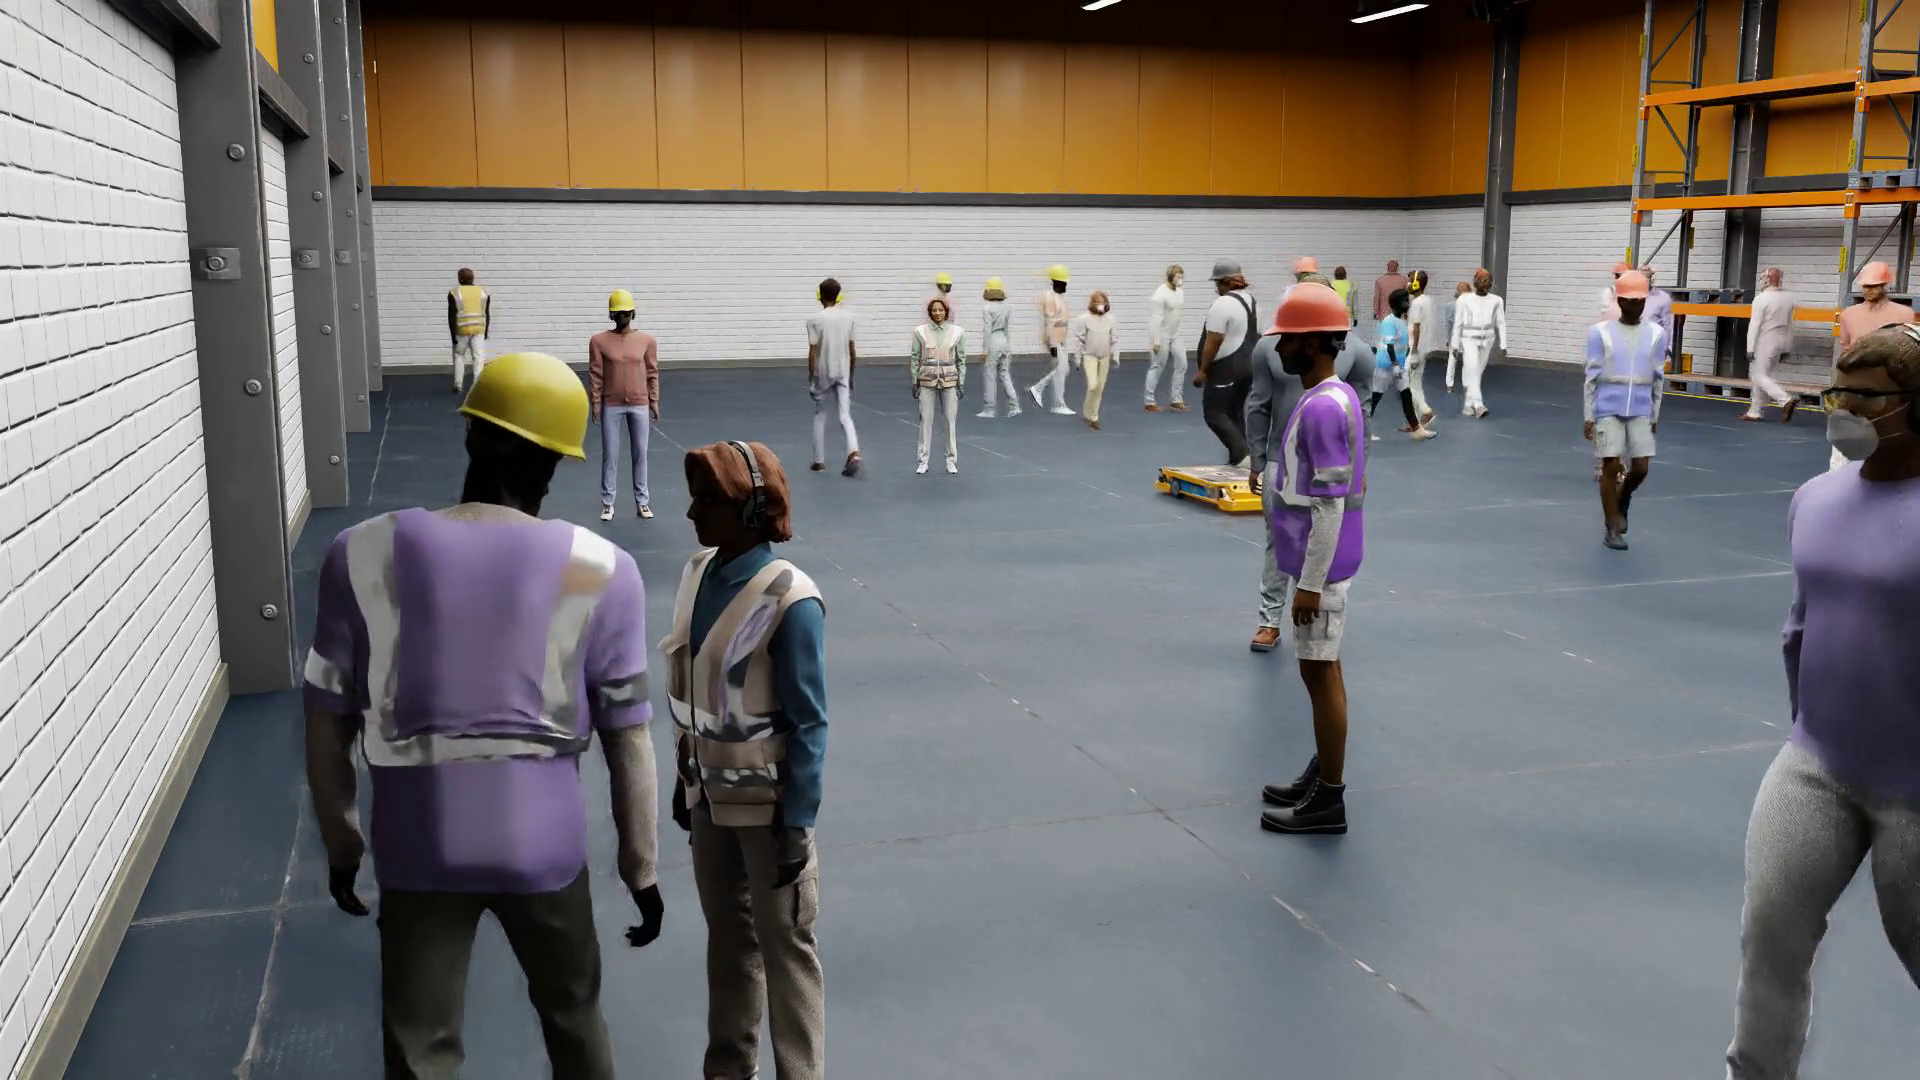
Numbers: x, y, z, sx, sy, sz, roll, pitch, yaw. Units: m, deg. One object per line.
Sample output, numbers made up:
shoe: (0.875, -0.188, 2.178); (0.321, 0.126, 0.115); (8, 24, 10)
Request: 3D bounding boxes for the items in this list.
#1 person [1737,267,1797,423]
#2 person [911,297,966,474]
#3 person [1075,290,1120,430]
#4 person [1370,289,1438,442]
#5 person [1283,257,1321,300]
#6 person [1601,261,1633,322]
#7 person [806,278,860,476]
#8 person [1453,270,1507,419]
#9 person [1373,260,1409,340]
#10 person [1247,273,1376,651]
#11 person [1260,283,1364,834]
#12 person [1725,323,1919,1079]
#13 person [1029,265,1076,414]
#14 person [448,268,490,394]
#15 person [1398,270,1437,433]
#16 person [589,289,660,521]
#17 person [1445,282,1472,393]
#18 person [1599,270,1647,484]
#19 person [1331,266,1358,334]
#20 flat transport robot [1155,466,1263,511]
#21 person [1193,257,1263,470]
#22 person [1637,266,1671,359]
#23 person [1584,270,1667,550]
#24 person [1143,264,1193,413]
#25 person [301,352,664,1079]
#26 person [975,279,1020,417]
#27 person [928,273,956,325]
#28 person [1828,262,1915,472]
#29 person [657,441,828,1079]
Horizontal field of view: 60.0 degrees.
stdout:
person: (9.704, -2.316, 19.881); (0.643, 1.881, 0.779); (-5, 11, -28)
person: (-0.202, -1.427, 15.408); (0.510, 1.640, 0.308); (0, 10, -1)
person: (1.601, -2.069, 19.204); (0.496, 1.608, 0.505); (-3, 10, -18)
person: (4.699, -1.850, 17.804); (0.877, 1.651, 0.546); (8, 12, 38)
person: (4.251, -2.483, 20.531); (0.636, 1.990, 1.027); (-8, 12, -37)
person: (9.192, -2.936, 23.307); (0.561, 1.927, 0.522); (-4, 11, -24)
person: (-1.148, -1.500, 15.330); (0.514, 1.830, 0.871); (-4, 10, -20)
person: (6.456, -2.420, 20.601); (0.605, 1.827, 1.002); (0, 10, -2)
person: (8.118, -4.312, 31.339); (0.651, 1.906, 0.403); (1, 10, 8)
person: (1.771, -0.380, 8.477); (0.628, 1.940, 0.377); (3, 10, 18)
person: (1.229, 0.072, 5.866); (0.378, 1.936, 0.548); (3, 10, 15)
person: (2.026, 0.490, 3.554); (0.942, 1.907, 0.632); (-3, 10, -18)
person: (1.171, -2.535, 21.083); (0.587, 1.899, 0.598); (4, 11, 23)
person: (-7.111, -3.006, 24.009); (0.632, 1.822, 0.675); (-6, 12, -32)
person: (5.146, -2.117, 18.778); (0.410, 1.850, 0.554); (6, 12, 33)
person: (-2.560, -1.027, 12.725); (0.533, 1.767, 0.326); (-3, 10, -18)
person: (7.334, -2.962, 24.335); (0.494, 1.624, 0.280); (0, 10, 1)
person: (5.877, -1.419, 14.630); (0.445, 1.888, 0.657); (7, 12, 34)
person: (6.849, -4.028, 29.998); (0.626, 1.814, 0.911); (3, 10, 15)
flat transport robot: (2.196, -0.442, 13.660); (0.652, 0.197, 1.431); (-3, 10, -18)
person: (2.467, -1.544, 14.919); (0.709, 2.000, 0.709); (8, 13, 38)
person: (8.042, -2.299, 19.761); (0.671, 1.869, 0.915); (6, 11, 30)
person: (4.595, -0.903, 11.559); (0.551, 1.922, 0.515); (1, 10, 6)
person: (2.660, -2.545, 21.158); (0.735, 1.893, 0.647); (8, 12, 38)
person: (-0.887, 0.588, 3.148); (0.650, 1.847, 0.848); (-3, 10, -14)
person: (0.484, -2.358, 20.620); (0.619, 1.739, 0.507); (8, 13, 39)
person: (-0.310, -3.045, 24.431); (0.524, 1.755, 0.585); (-8, 13, -39)
person: (7.533, -1.307, 13.806); (0.883, 1.956, 0.615); (-9, 13, -43)
person: (-0.478, 0.593, 3.716); (0.310, 1.639, 0.514); (-8, 13, -40)
